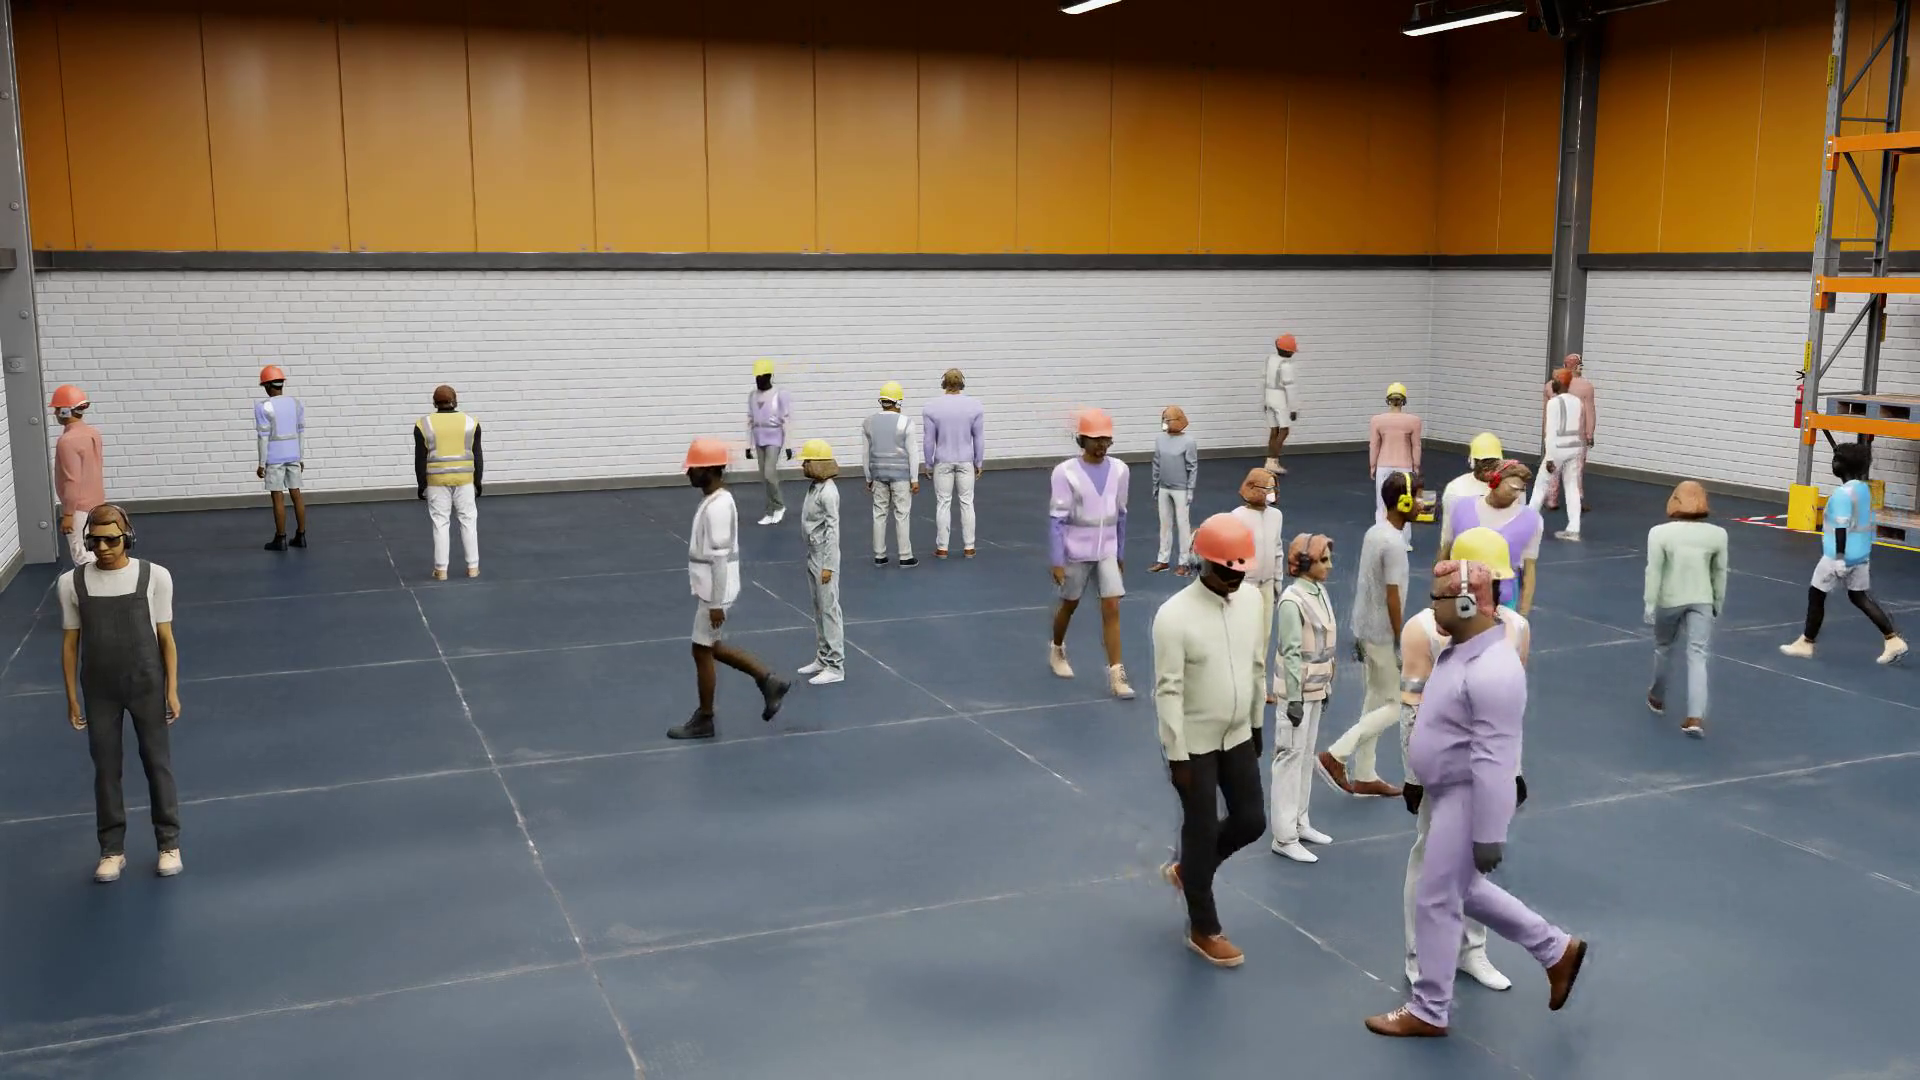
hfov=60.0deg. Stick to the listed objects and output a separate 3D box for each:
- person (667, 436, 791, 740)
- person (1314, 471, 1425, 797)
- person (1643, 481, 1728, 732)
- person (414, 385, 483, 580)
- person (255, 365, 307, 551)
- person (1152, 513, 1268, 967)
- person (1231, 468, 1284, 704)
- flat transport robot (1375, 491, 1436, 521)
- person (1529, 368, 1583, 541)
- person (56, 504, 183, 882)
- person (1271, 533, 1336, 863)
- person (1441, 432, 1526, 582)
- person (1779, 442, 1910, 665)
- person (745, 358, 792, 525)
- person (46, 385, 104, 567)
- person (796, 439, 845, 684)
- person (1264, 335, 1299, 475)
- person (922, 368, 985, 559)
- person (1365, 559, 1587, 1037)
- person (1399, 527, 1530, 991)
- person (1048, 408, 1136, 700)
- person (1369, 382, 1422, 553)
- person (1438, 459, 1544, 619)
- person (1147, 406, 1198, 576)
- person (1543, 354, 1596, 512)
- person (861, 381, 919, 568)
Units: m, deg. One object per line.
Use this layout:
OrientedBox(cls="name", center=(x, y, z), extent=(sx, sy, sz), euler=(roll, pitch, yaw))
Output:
OrientedBox(cls="person", center=(-1.462, 0.301, 10.400), extent=(0.717, 1.919, 0.548), euler=(-2, 10, -11))
OrientedBox(cls="person", center=(2.281, 0.540, 9.169), extent=(0.513, 1.847, 0.530), euler=(1, 9, 3))
OrientedBox(cls="person", center=(4.665, 0.411, 10.716), extent=(0.512, 1.586, 0.881), euler=(2, 10, 10))
OrientedBox(cls="person", center=(-4.834, -0.544, 15.748), extent=(0.625, 1.840, 0.430), euler=(-4, 10, -24))
OrientedBox(cls="person", center=(-7.088, -0.850, 17.330), extent=(0.366, 1.931, 0.542), euler=(6, 11, 33))
OrientedBox(cls="person", center=(1.062, 0.834, 7.025), extent=(0.647, 1.961, 0.558), euler=(-6, 11, -34))
OrientedBox(cls="person", center=(1.975, 0.321, 11.166), extent=(0.506, 1.628, 0.277), euler=(-6, 11, -33))
OrientedBox(cls="flat transport robot", center=(5.316, -0.429, 19.789), extent=(0.652, 0.197, 1.431), euler=(3, 10, 17))
OrientedBox(cls="person", center=(6.448, -0.944, 18.129), extent=(0.611, 1.845, 0.908), euler=(-6, 11, -33))
OrientedBox(cls="person", center=(-4.039, 0.732, 8.022), extent=(0.505, 1.842, 0.332), euler=(-3, 10, -20))
OrientedBox(cls="person", center=(1.723, 0.776, 8.356), extent=(0.307, 1.639, 0.513), euler=(5, 10, 26))
OrientedBox(cls="person", center=(3.697, 0.122, 11.804), extent=(0.600, 1.809, 0.699), euler=(0, 9, -2))
OrientedBox(cls="person", center=(6.640, 0.100, 12.359), extent=(0.536, 1.662, 0.821), euler=(-8, 12, -41))
OrientedBox(cls="person", center=(-2.200, -1.109, 18.938), extent=(0.622, 1.911, 0.420), euler=(7, 12, 36))
OrientedBox(cls="person", center=(-7.197, -0.267, 13.598), extent=(0.387, 1.992, 0.626), euler=(-1, 9, -6))
OrientedBox(cls="person", center=(-1.004, 0.147, 11.848), extent=(0.303, 1.743, 0.494), euler=(-3, 10, -18))
OrientedBox(cls="person", center=(4.499, -1.918, 23.636), extent=(0.534, 1.990, 0.706), euler=(-4, 10, -21))
OrientedBox(cls="person", center=(-0.067, -0.769, 16.814), extent=(0.629, 1.940, 0.373), euler=(-1, 9, -5))
OrientedBox(cls="person", center=(2.001, 0.992, 6.336), extent=(0.766, 1.877, 0.647), euler=(1, 9, 8))
OrientedBox(cls="person", center=(2.050, 0.897, 6.747), extent=(0.587, 1.928, 0.364), euler=(-4, 10, -20))
OrientedBox(cls="person", center=(0.895, 0.064, 11.634), extent=(0.633, 1.991, 1.058), euler=(-4, 10, -22))
OrientedBox(cls="person", center=(4.490, -0.743, 17.180), extent=(0.523, 1.767, 0.313), euler=(3, 10, 15))
OrientedBox(cls="person", center=(3.192, 0.382, 10.269), extent=(0.733, 1.806, 0.398), euler=(6, 11, 33))
OrientedBox(cls="person", center=(2.047, -0.475, 15.950), extent=(0.288, 1.632, 0.501), euler=(-9, 13, -44))
OrientedBox(cls="person", center=(7.350, -1.285, 20.034), extent=(0.410, 1.909, 0.642), euler=(-9, 13, -44))
OrientedBox(cls="person", center=(-0.665, -0.635, 16.318), extent=(0.589, 1.834, 0.403), euler=(4, 10, 21))
